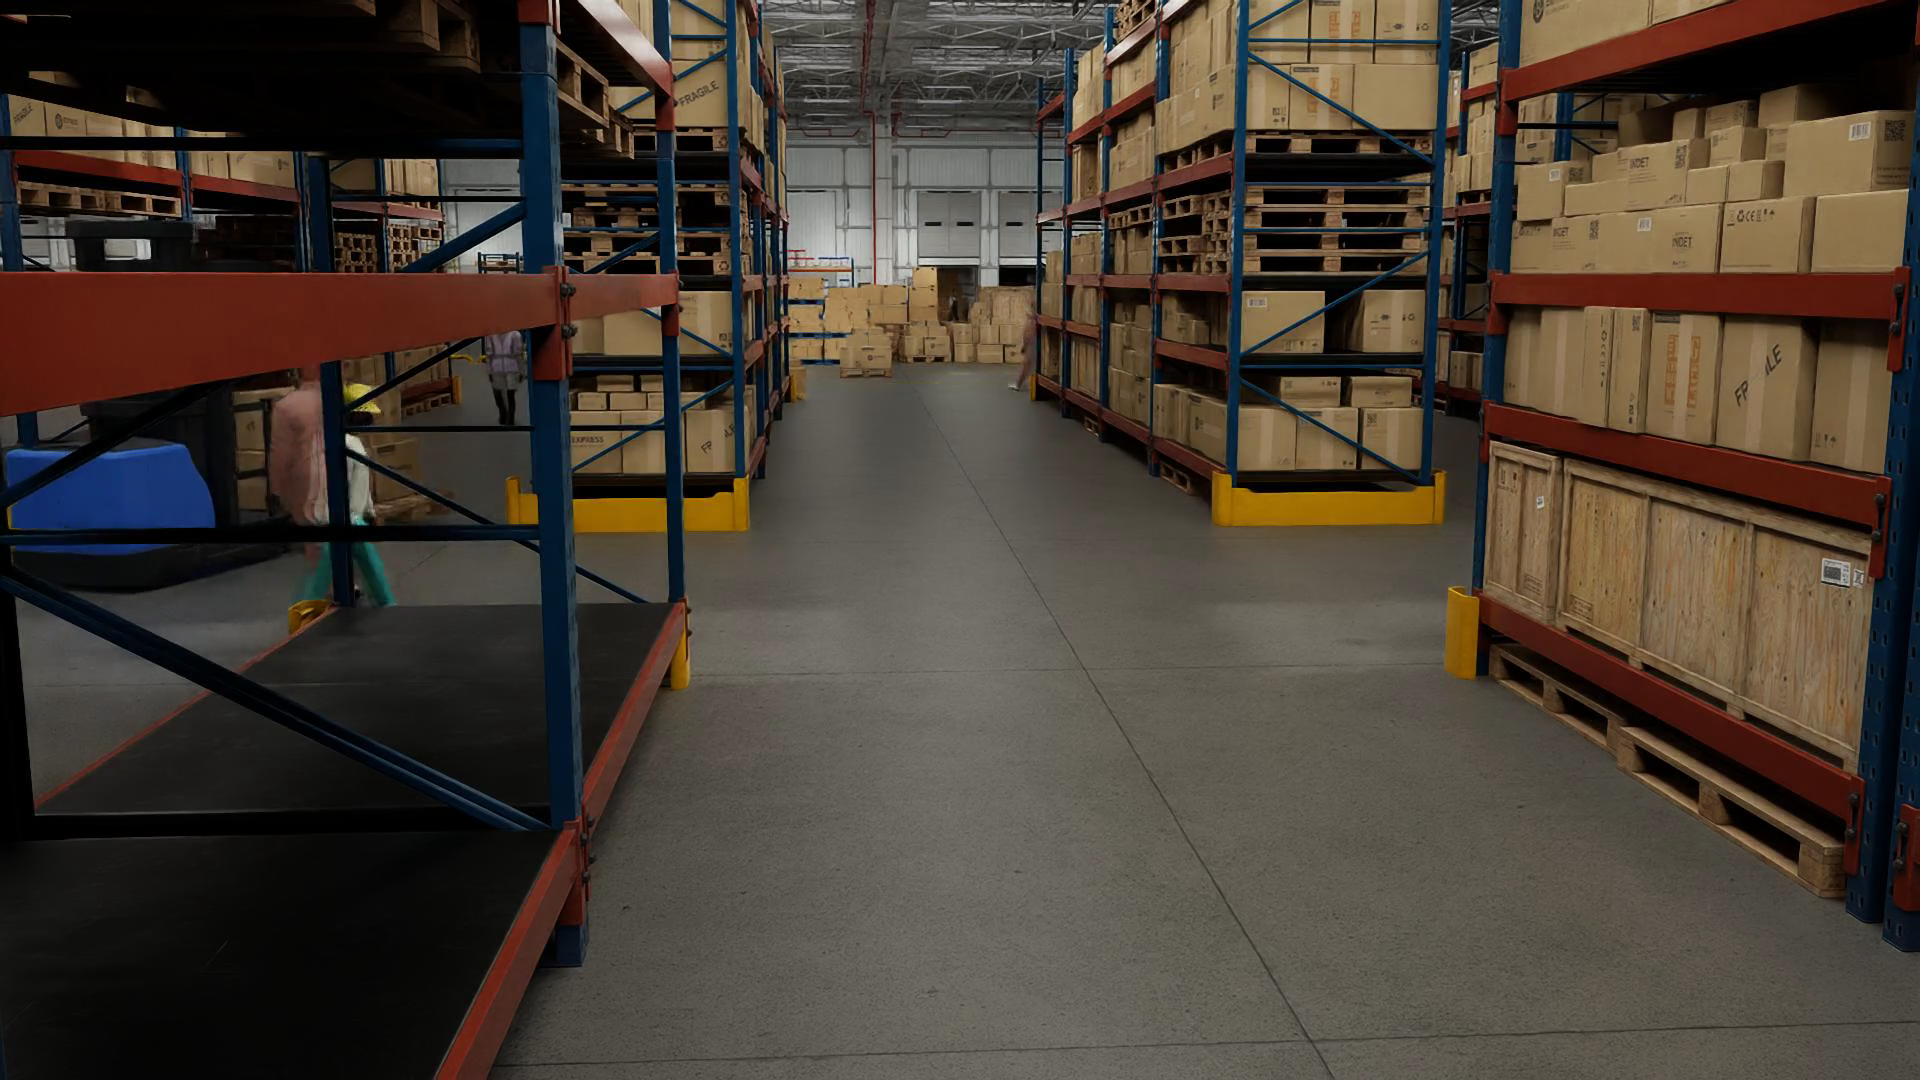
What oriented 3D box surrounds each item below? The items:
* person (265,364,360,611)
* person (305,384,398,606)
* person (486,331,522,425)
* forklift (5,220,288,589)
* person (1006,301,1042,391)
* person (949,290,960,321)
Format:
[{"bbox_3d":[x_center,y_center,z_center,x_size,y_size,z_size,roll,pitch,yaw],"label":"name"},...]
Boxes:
[{"bbox_3d":[-4.542,-0.383,11.669,0.439,1.887,0.639,4,10,23],"label":"person"},{"bbox_3d":[-3.862,-0.145,10.677,0.906,1.701,0.636,-3,10,-18],"label":"person"},{"bbox_3d":[-7.017,-2.626,25.638,0.552,1.924,0.445,-1,9,-5],"label":"person"},{"bbox_3d":[-6.510,-1.130,13.224,1.129,2.768,1.873,2,9,15],"label":"forklift"},{"bbox_3d":[1.455,-4.021,34.583,0.992,1.855,0.666,-1,9,-5],"label":"person"},{"bbox_3d":[-0.192,-9.250,67.590,0.959,1.793,0.540,8,12,40],"label":"person"}]
